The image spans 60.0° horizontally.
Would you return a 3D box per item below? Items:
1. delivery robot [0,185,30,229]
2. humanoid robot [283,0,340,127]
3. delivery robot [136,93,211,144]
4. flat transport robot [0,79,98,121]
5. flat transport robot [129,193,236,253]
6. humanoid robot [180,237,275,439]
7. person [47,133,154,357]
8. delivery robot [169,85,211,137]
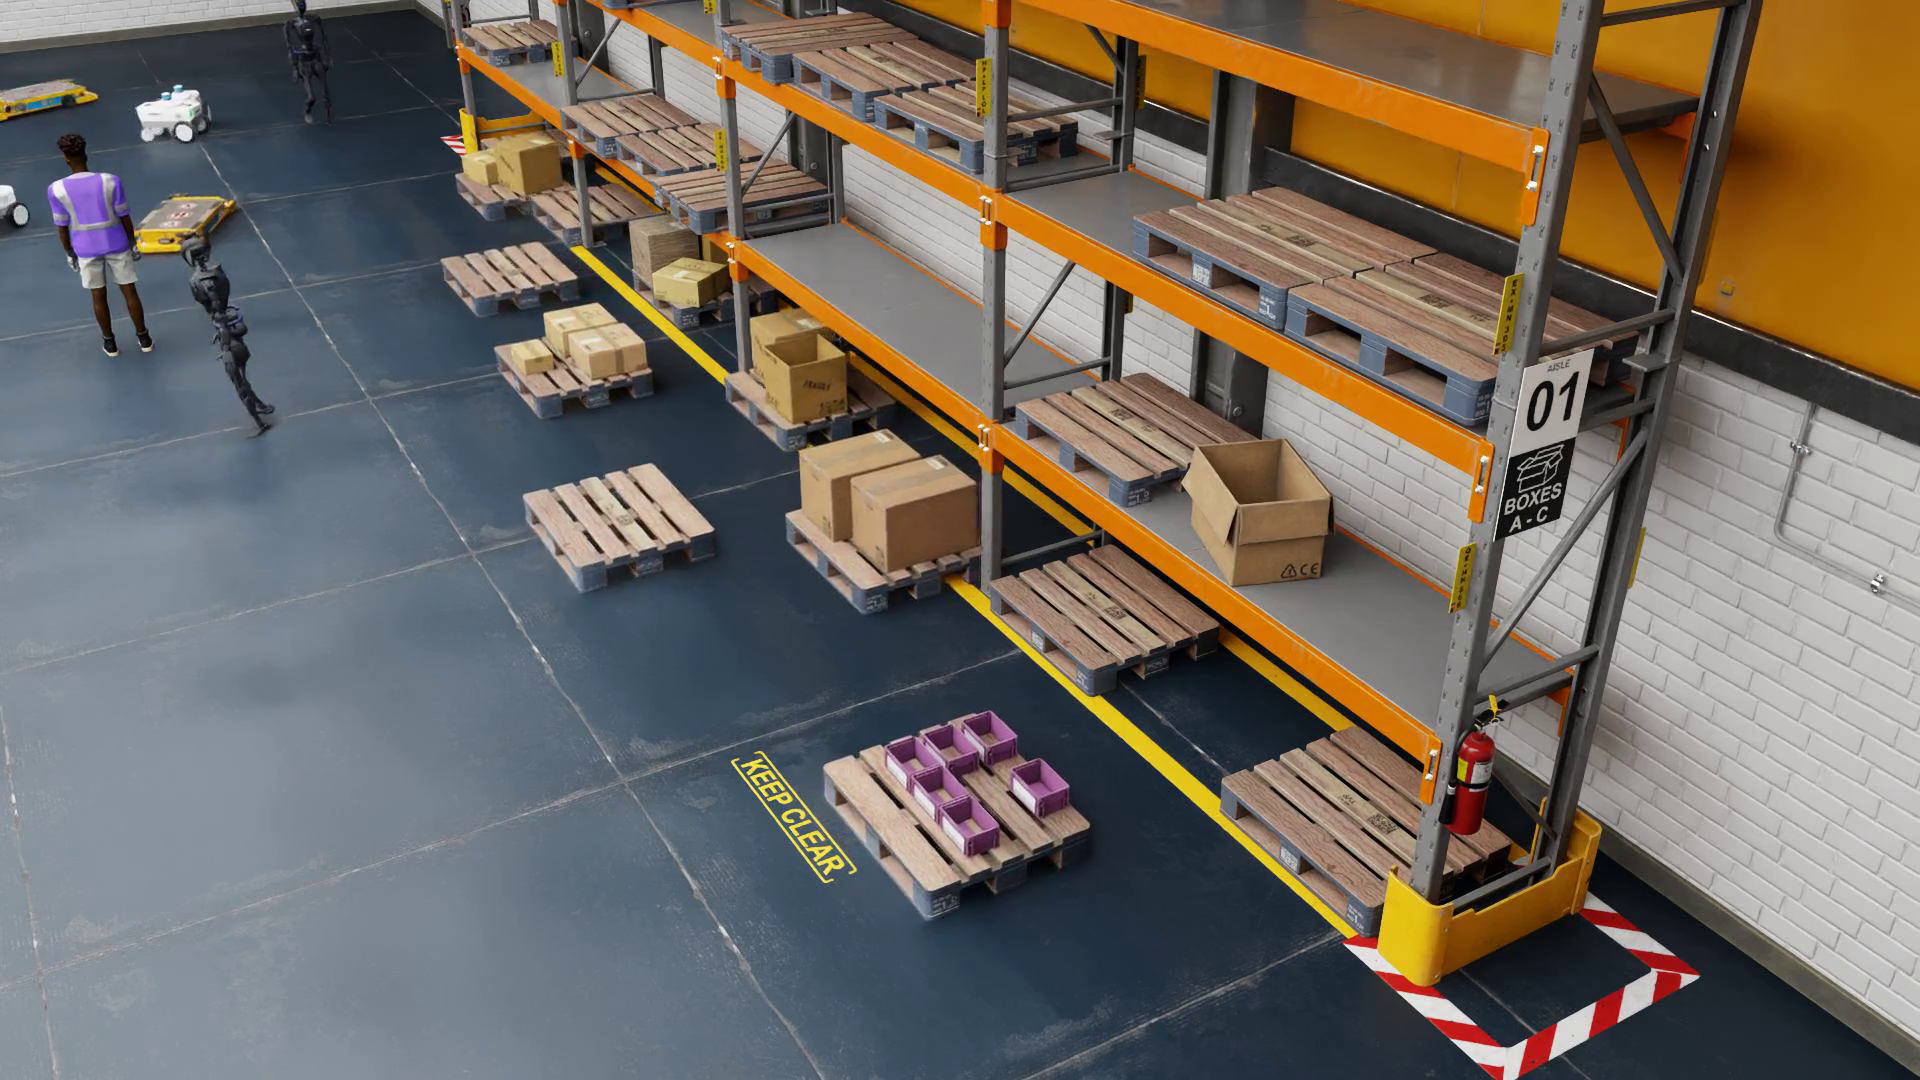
[{"bbox_3d":[-10.265,-3.475,17.494,0.499,0.613,0.807,7,30,12],"label":"delivery robot"},{"bbox_3d":[-8.110,-5.983,20.764,0.419,1.651,0.610,25,38,36],"label":"humanoid robot"},{"bbox_3d":[-9.736,-5.222,20.555,0.785,0.589,0.499,1,30,1],"label":"delivery robot"},{"bbox_3d":[-12.177,-5.770,21.818,0.659,0.231,1.431,21,36,32],"label":"flat transport robot"},{"bbox_3d":[-8.190,-3.348,17.542,0.659,0.231,1.431,-3,30,-5],"label":"flat transport robot"},{"bbox_3d":[-5.722,-1.607,13.046,0.416,1.645,0.608,-15,33,-25],"label":"humanoid robot"},{"bbox_3d":[-7.444,-2.541,14.408,0.602,1.958,0.377,-13,32,-22],"label":"person"},{"bbox_3d":[-9.750,-5.406,20.899,0.499,0.608,0.797,-7,30,-12],"label":"delivery robot"}]
